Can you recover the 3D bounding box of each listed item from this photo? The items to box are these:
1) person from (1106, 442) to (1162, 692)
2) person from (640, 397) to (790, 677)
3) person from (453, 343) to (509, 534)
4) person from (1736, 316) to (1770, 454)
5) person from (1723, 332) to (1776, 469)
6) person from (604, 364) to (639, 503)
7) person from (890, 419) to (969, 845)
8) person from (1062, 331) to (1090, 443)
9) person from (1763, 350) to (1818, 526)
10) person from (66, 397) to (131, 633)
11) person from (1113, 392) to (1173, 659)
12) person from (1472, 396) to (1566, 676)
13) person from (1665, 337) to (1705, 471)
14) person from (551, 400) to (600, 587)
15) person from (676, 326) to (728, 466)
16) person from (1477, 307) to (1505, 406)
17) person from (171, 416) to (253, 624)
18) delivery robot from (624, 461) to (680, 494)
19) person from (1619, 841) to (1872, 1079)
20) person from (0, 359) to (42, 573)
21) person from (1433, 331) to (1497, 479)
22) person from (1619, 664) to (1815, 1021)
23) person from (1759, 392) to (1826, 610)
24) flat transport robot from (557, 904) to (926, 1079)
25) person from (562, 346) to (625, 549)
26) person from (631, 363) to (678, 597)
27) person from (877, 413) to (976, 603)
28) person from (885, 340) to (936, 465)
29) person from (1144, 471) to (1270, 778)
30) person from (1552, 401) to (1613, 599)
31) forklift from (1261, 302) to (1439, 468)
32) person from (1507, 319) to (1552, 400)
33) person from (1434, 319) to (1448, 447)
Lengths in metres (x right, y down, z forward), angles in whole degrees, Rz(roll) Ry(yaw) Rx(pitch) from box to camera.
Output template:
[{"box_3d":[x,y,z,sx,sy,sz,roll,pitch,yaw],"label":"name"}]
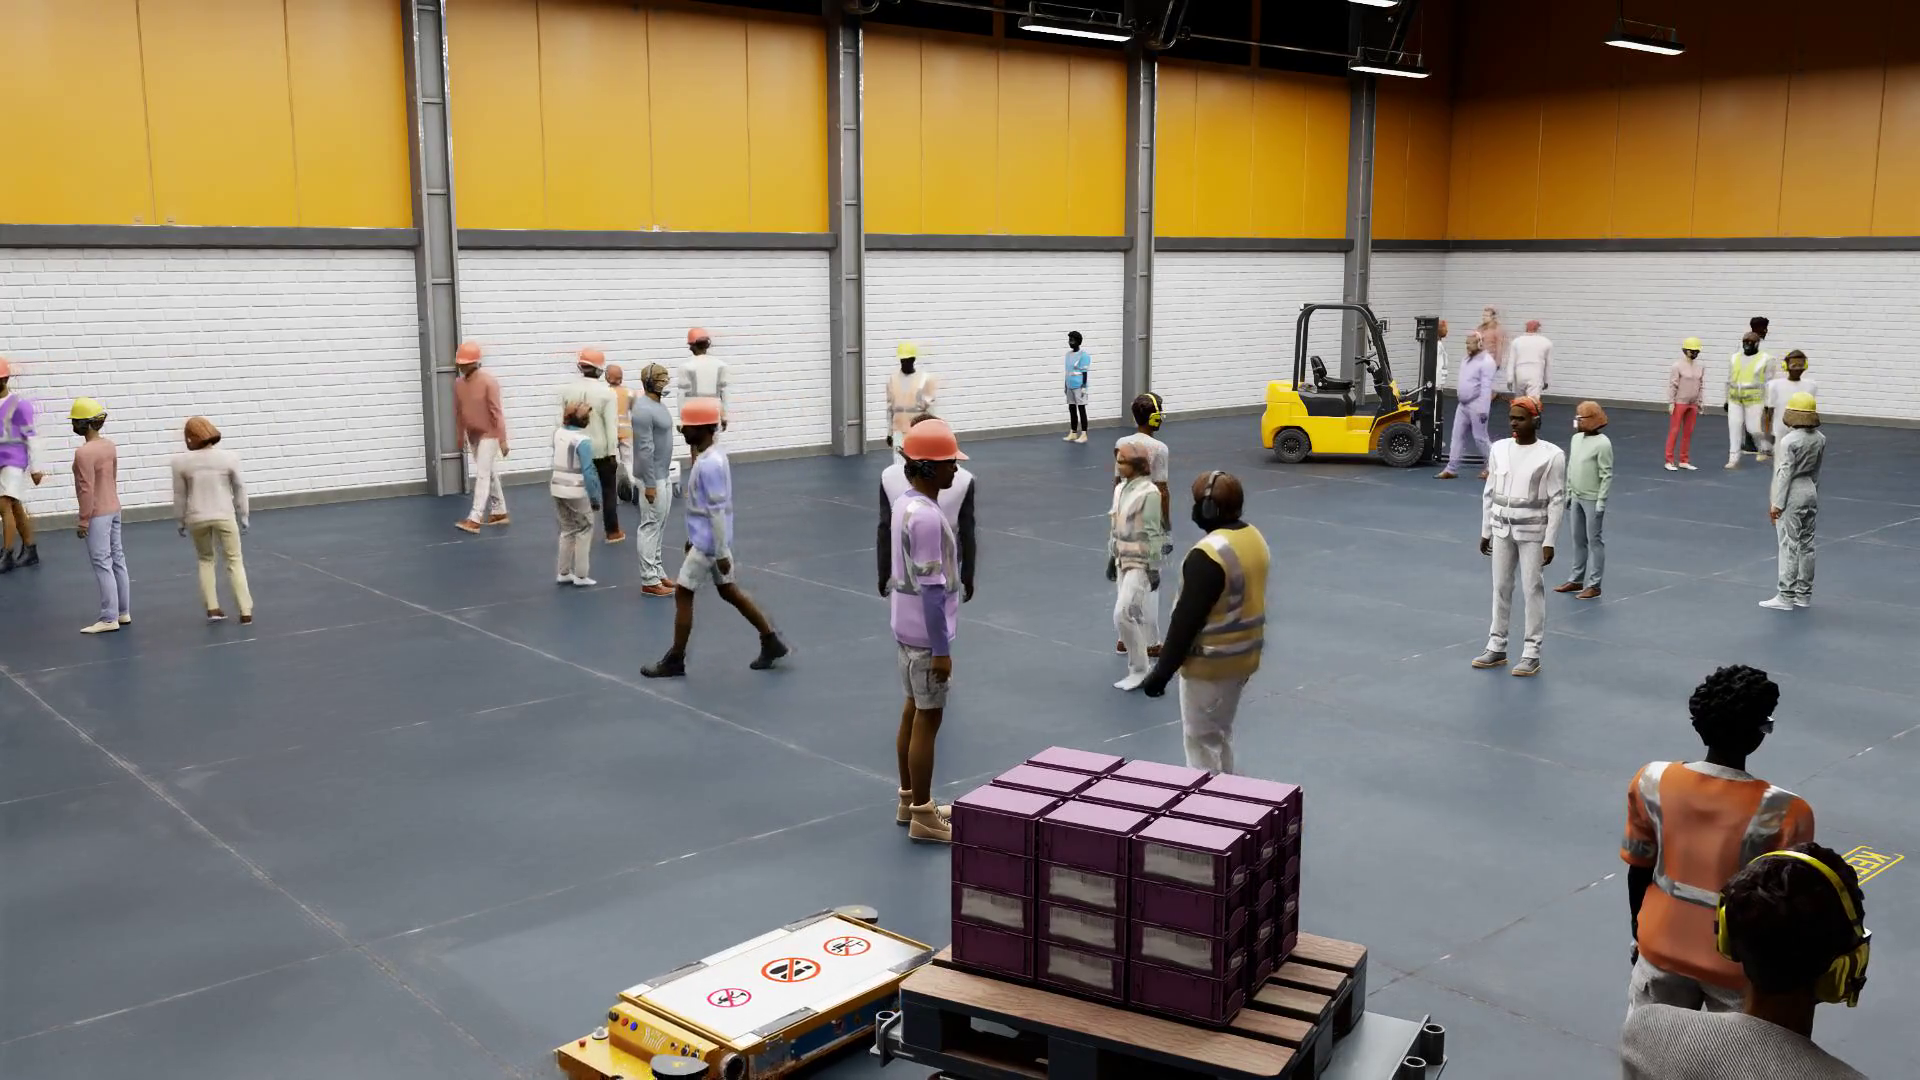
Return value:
[{"box_3d":[1.096,0.181,10.731,0.401,1.623,0.522,-4,10,-20],"label":"person"},{"box_3d":[-1.629,-0.020,11.149,0.969,1.900,0.545,-1,10,-5],"label":"person"},{"box_3d":[-4.953,-1.044,17.016,0.712,1.929,1.005,6,11,32],"label":"person"},{"box_3d":[11.313,-2.212,23.754,0.362,1.963,0.614,-1,10,-8],"label":"person"},{"box_3d":[10.491,-1.855,22.096,0.626,1.829,0.636,-8,12,-38],"label":"person"},{"box_3d":[-3.825,-1.162,18.644,0.515,1.616,0.615,-5,11,-27],"label":"person"},{"box_3d":[-0.142,0.438,8.015,0.374,2.044,0.607,-2,10,-13],"label":"person"},{"box_3d":[1.755,-2.310,25.133,0.318,1.692,0.535,-6,12,-33],"label":"person"},{"box_3d":[8.631,-1.042,17.227,0.571,1.855,0.453,1,10,6],"label":"person"},{"box_3d":[-6.474,-0.185,12.475,0.311,1.769,0.522,-1,10,-4],"label":"person"},{"box_3d":[1.300,-0.101,11.676,0.325,1.871,0.521,-8,13,-41],"label":"person"},{"box_3d":[3.772,-0.030,11.228,0.356,1.883,0.574,-8,13,-39],"label":"person"},{"box_3d":[9.545,-1.783,21.835,0.533,1.765,0.330,-3,10,-17],"label":"person"},{"box_3d":[-3.269,-0.381,14.064,0.349,1.611,0.535,-9,13,-44],"label":"person"},{"box_3d":[-2.939,-1.443,19.132,0.616,2.019,0.602,-6,11,-32],"label":"person"},{"box_3d":[9.541,-3.249,30.013,0.530,1.891,0.648,-4,11,-23],"label":"person"},{"box_3d":[-5.702,-0.142,12.685,0.532,1.609,0.352,-3,10,-19],"label":"person"},{"box_3d":[-3.551,-0.778,19.210,0.477,0.478,0.707,5,11,27],"label":"delivery robot"},{"box_3d":[1.341,1.412,2.818,0.325,1.871,0.521,-8,13,-41],"label":"person"},{"box_3d":[-8.610,-0.662,14.834,0.558,1.904,0.808,4,10,21],"label":"person"},{"box_3d":[6.456,-1.686,20.945,0.817,1.878,0.662,-3,10,-17],"label":"person"},{"box_3d":[2.116,1.182,4.674,0.317,1.696,0.537,-8,13,-41],"label":"person"},{"box_3d":[6.661,-0.312,13.280,0.486,1.744,0.294,-6,11,-30],"label":"person"},{"box_3d":[-0.662,1.667,5.997,0.652,0.197,1.431,8,13,41],"label":"flat transport robot"},{"box_3d":[-3.578,-0.885,16.028,0.622,1.956,0.981,3,10,16],"label":"person"},{"box_3d":[-2.526,-0.501,13.819,0.372,1.940,0.629,0,10,2],"label":"person"},{"box_3d":[-0.193,0.157,10.117,0.602,1.895,0.708,2,10,12],"label":"person"},{"box_3d":[-0.531,-1.247,18.284,0.598,1.904,0.823,3,10,19],"label":"person"},{"box_3d":[1.172,0.592,7.742,0.449,1.836,0.650,6,11,31],"label":"person"},{"box_3d":[5.162,-0.330,13.711,0.287,1.631,0.501,-2,10,-13],"label":"person"},{"box_3d":[5.320,-2.157,22.763,2.313,2.155,1.214,3,10,16],"label":"forklift"},{"box_3d":[8.814,-2.492,25.761,0.624,1.851,1.025,5,11,27],"label":"person"},{"box_3d":[7.073,-2.324,24.702,0.380,1.877,0.599,0,10,3],"label":"person"}]
